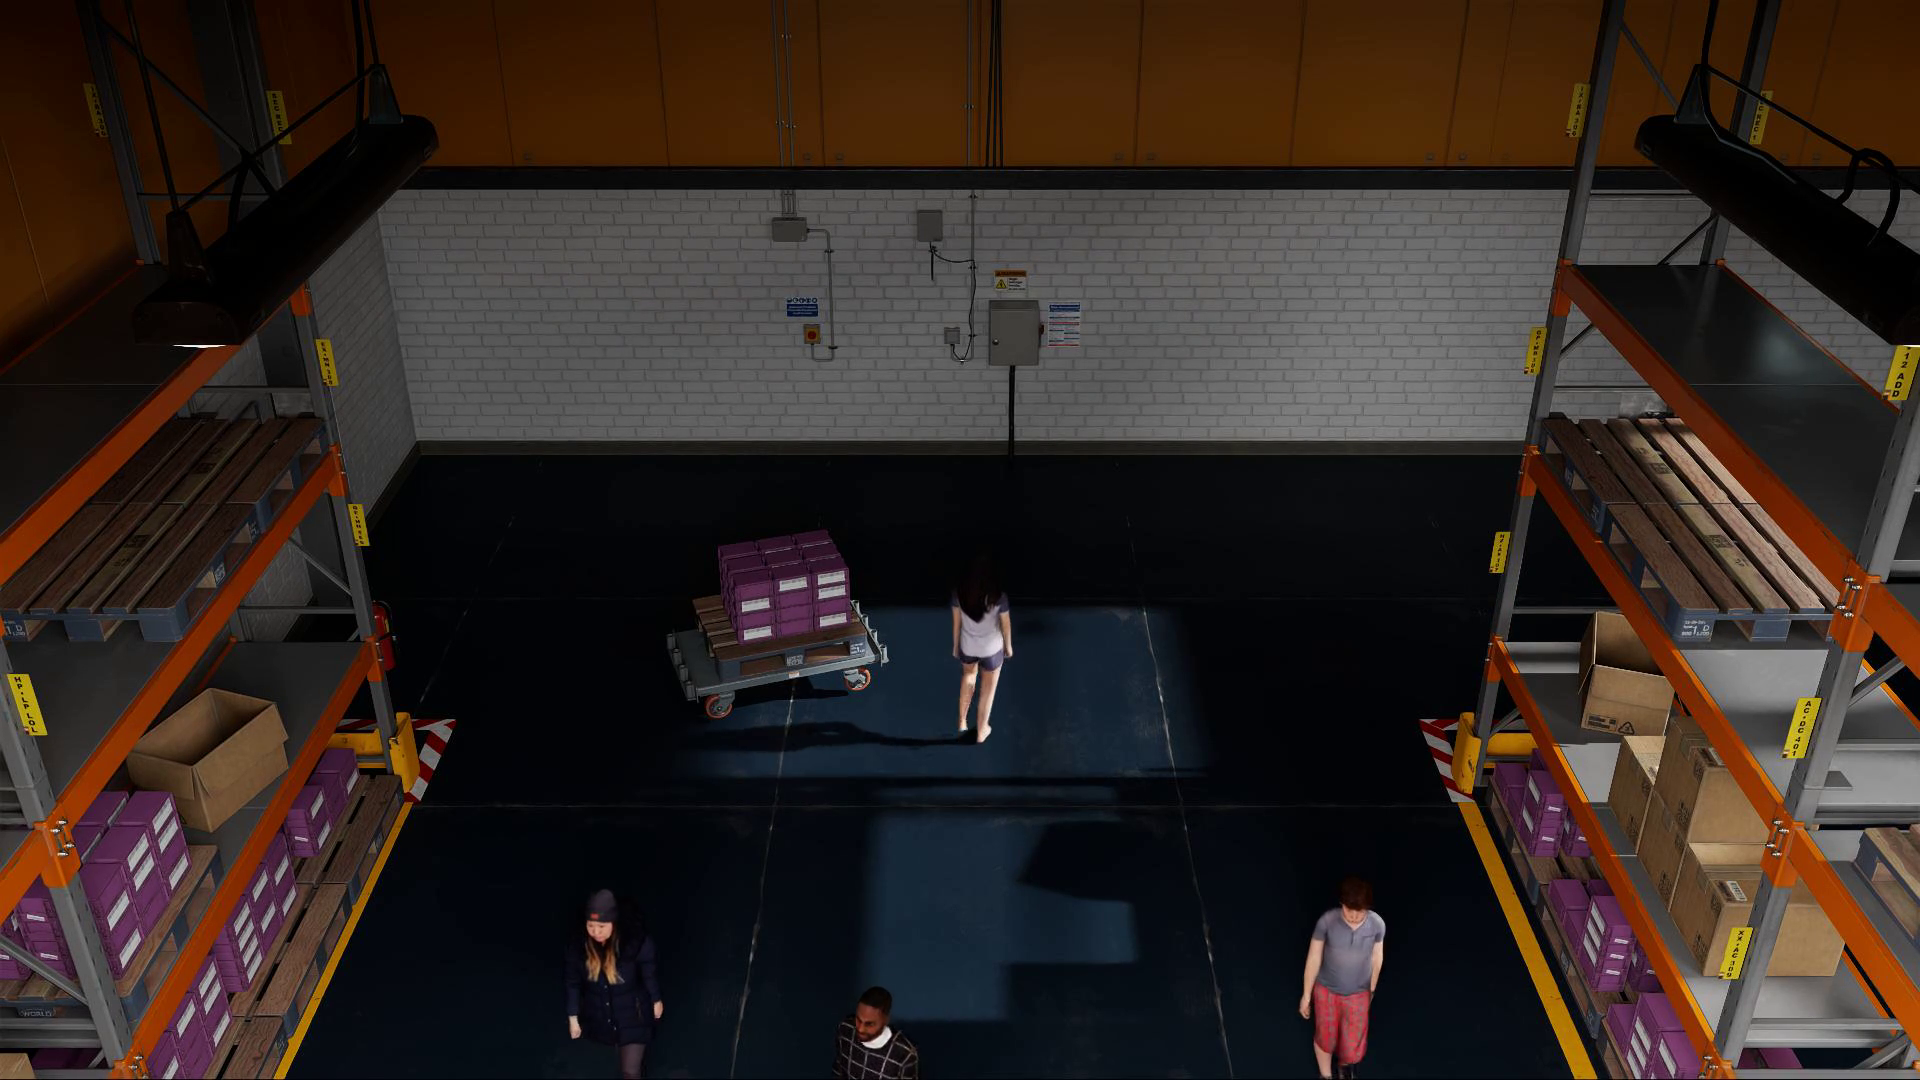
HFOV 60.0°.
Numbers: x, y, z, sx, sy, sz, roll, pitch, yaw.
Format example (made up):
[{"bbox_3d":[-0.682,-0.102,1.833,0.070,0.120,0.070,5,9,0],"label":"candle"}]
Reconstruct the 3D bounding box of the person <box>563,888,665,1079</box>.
[{"bbox_3d":[-1.909,2.579,9.404,0.725,1.639,1.021,2,29,4],"label":"person"}]

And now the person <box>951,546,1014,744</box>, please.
[{"bbox_3d":[0.130,0.842,12.528,0.686,1.697,0.714,10,30,17],"label":"person"}]

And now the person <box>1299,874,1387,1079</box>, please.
[{"bbox_3d":[2.172,2.524,9.506,0.648,1.638,0.704,5,29,9],"label":"person"}]

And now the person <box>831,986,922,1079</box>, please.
[{"bbox_3d":[-0.388,2.941,8.565,0.955,1.807,1.074,17,33,28],"label":"person"}]
